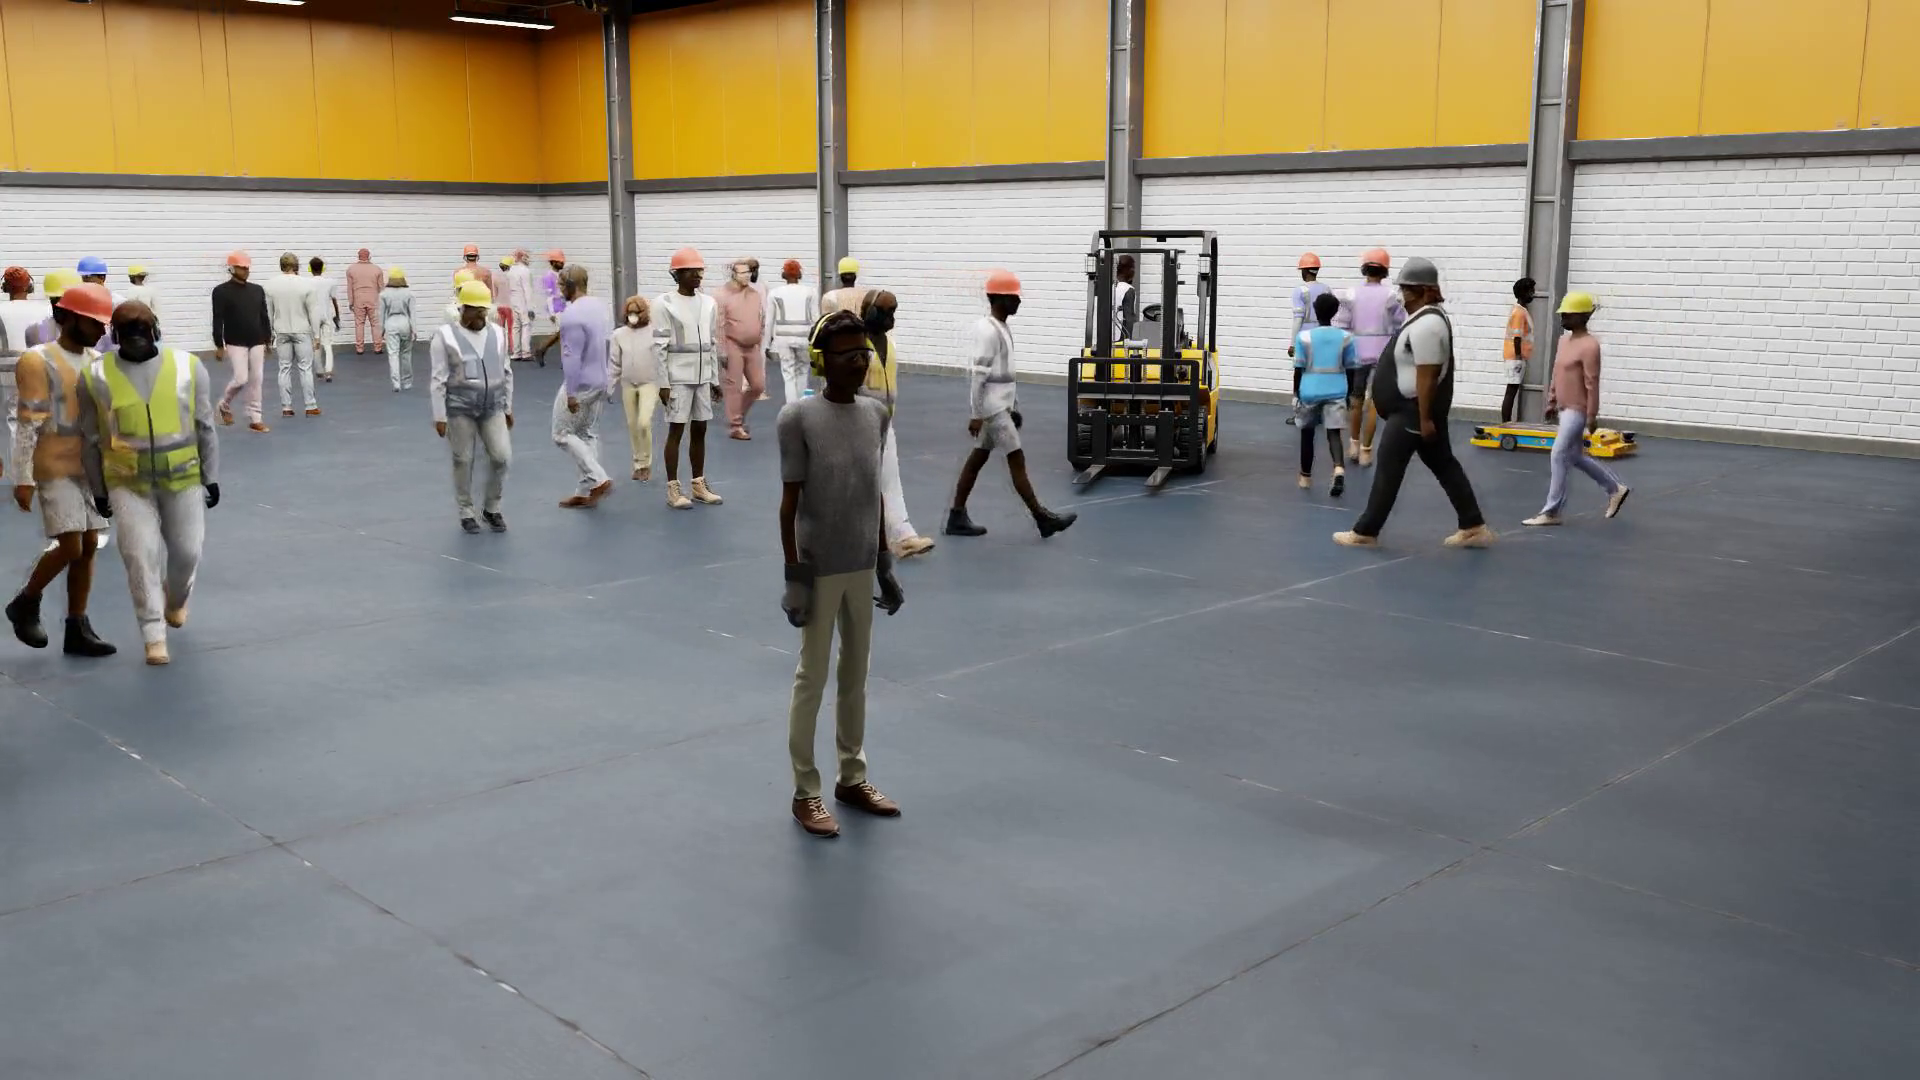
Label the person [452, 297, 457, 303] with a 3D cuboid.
[{"bbox_3d":[-6.083,-2.434,20.510,0.306,1.640,0.522,-9,14,-41],"label":"person"}]

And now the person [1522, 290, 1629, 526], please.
[{"bbox_3d":[4.586,-0.968,12.237,0.793,1.739,0.520,0,10,-2],"label":"person"}]

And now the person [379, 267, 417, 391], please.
[{"bbox_3d":[-7.745,-2.910,22.935,0.497,1.701,0.876,-3,11,-14],"label":"person"}]

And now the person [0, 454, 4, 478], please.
[{"bbox_3d":[-8.349,-1.215,13.926,0.532,1.612,0.493,-1,10,-6],"label":"person"}]

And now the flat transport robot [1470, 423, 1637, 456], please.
[{"bbox_3d":[5.879,-1.012,16.491,1.431,0.197,0.652,9,14,40],"label":"flat transport robot"}]

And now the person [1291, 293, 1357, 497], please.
[{"bbox_3d":[3.006,-1.194,13.686,0.539,1.673,0.768,0,10,2],"label":"person"}]

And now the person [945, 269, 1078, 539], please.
[{"bbox_3d":[0.345,-0.941,11.673,0.993,1.887,0.571,2,11,10],"label":"person"}]

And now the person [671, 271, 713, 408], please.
[{"bbox_3d":[-3.404,-2.526,20.539,0.737,1.805,0.666,-1,10,-4],"label":"person"}]

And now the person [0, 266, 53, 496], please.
[{"bbox_3d":[-7.621,-1.287,13.594,0.574,1.883,0.356,-6,12,-31],"label":"person"}]

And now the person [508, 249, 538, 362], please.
[{"bbox_3d":[-7.402,-3.971,28.225,0.393,1.896,0.702,-9,14,-40],"label":"person"}]

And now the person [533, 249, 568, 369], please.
[{"bbox_3d":[-6.464,-3.672,26.508,0.783,1.917,0.560,1,10,8],"label":"person"}]

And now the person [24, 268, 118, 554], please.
[{"bbox_3d":[-5.918,-0.838,11.073,0.613,1.901,0.778,-2,11,-10],"label":"person"}]

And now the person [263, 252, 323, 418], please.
[{"bbox_3d":[-7.802,-2.391,19.464,0.631,1.936,0.362,0,10,-2],"label":"person"}]

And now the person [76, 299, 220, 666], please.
[{"bbox_3d":[-4.104,-0.313,8.453,0.626,1.821,0.679,-6,12,-28],"label":"person"}]

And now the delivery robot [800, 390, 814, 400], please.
[{"bbox_3d":[-1.539,-1.296,17.008,0.477,0.478,0.707,-1,10,-3],"label":"delivery robot"}]

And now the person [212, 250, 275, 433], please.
[{"bbox_3d":[-7.779,-2.146,18.012,0.531,1.978,0.618,6,12,31],"label":"person"}]

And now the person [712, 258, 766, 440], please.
[{"bbox_3d":[-2.299,-1.988,17.392,0.452,1.891,0.638,10,14,44],"label":"person"}]

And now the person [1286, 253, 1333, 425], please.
[{"bbox_3d":[3.912,-2.253,18.715,0.551,1.935,0.359,-6,12,-31],"label":"person"}]

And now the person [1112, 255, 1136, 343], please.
[{"bbox_3d":[1.767,-2.208,18.523,0.370,1.915,0.597,-5,11,-24],"label":"person"}]

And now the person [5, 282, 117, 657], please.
[{"bbox_3d":[-4.511,-0.342,8.403,0.551,1.897,0.629,3,11,15],"label":"person"}]

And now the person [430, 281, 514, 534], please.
[{"bbox_3d":[-3.440,-0.928,11.838,0.629,1.806,0.539,-8,13,-38],"label":"person"}]

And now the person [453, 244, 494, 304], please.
[{"bbox_3d":[-7.579,-3.611,25.958,0.611,1.995,0.375,-6,12,-30],"label":"person"}]

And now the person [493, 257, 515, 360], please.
[{"bbox_3d":[-7.794,-3.985,28.659,0.522,1.759,0.349,5,11,25],"label":"person"}]

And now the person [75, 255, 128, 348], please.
[{"bbox_3d":[-7.789,-1.597,15.105,0.605,1.948,0.388,2,11,10],"label":"person"}]

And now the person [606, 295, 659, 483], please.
[{"bbox_3d":[-2.800,-1.294,14.351,0.536,1.611,0.565,2,11,11],"label":"person"}]

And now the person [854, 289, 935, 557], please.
[{"bbox_3d":[-0.616,-0.774,11.109,1.005,1.777,0.626,9,14,42],"label":"person"}]

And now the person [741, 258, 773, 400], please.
[{"bbox_3d":[-2.670,-2.700,21.418,0.429,1.843,0.628,9,14,41],"label":"person"}]

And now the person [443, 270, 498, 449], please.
[{"bbox_3d":[-4.913,-1.807,16.686,0.608,1.780,0.945,-8,13,-37],"label":"person"}]

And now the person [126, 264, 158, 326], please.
[{"bbox_3d":[-11.621,-3.072,23.734,0.848,1.731,0.523,2,11,9],"label":"person"}]

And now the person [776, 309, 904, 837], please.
[{"bbox_3d":[-0.422,0.112,5.995,0.521,1.874,0.327,-10,14,-43],"label":"person"}]

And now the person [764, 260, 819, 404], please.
[{"bbox_3d":[-1.891,-2.192,18.598,0.602,1.850,0.883,-3,11,-14],"label":"person"}]

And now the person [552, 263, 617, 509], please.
[{"bbox_3d":[-2.930,-1.172,12.857,0.434,1.920,0.633,2,11,10],"label":"person"}]

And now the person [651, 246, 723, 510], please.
[{"bbox_3d":[-2.119,-1.272,13.061,0.365,2.048,0.608,9,14,41],"label":"person"}]

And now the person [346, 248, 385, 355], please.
[{"bbox_3d":[-10.658,-4.281,29.883,0.637,1.900,0.404,-4,11,-19],"label":"person"}]

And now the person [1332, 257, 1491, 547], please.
[{"bbox_3d":[3.150,-0.944,11.292,1.022,2.000,0.677,4,11,22],"label":"person"}]

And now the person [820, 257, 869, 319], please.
[{"bbox_3d":[-1.136,-1.937,17.069,0.593,1.906,0.481,-2,11,-13],"label":"person"}]

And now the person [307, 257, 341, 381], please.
[{"bbox_3d":[-9.378,-3.239,24.441,0.531,1.831,0.999,-5,11,-25],"label":"person"}]

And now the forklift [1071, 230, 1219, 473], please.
[{"bbox_3d":[1.804,-1.825,15.677,1.214,2.155,2.313,2,11,13],"label":"forklift"}]

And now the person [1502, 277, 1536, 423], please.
[{"bbox_3d":[5.892,-1.919,17.568,0.319,1.691,0.535,3,11,18],"label":"person"}]

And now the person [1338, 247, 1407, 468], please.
[{"bbox_3d":[3.837,-1.694,15.442,0.615,2.011,0.796,5,11,24],"label":"person"}]
